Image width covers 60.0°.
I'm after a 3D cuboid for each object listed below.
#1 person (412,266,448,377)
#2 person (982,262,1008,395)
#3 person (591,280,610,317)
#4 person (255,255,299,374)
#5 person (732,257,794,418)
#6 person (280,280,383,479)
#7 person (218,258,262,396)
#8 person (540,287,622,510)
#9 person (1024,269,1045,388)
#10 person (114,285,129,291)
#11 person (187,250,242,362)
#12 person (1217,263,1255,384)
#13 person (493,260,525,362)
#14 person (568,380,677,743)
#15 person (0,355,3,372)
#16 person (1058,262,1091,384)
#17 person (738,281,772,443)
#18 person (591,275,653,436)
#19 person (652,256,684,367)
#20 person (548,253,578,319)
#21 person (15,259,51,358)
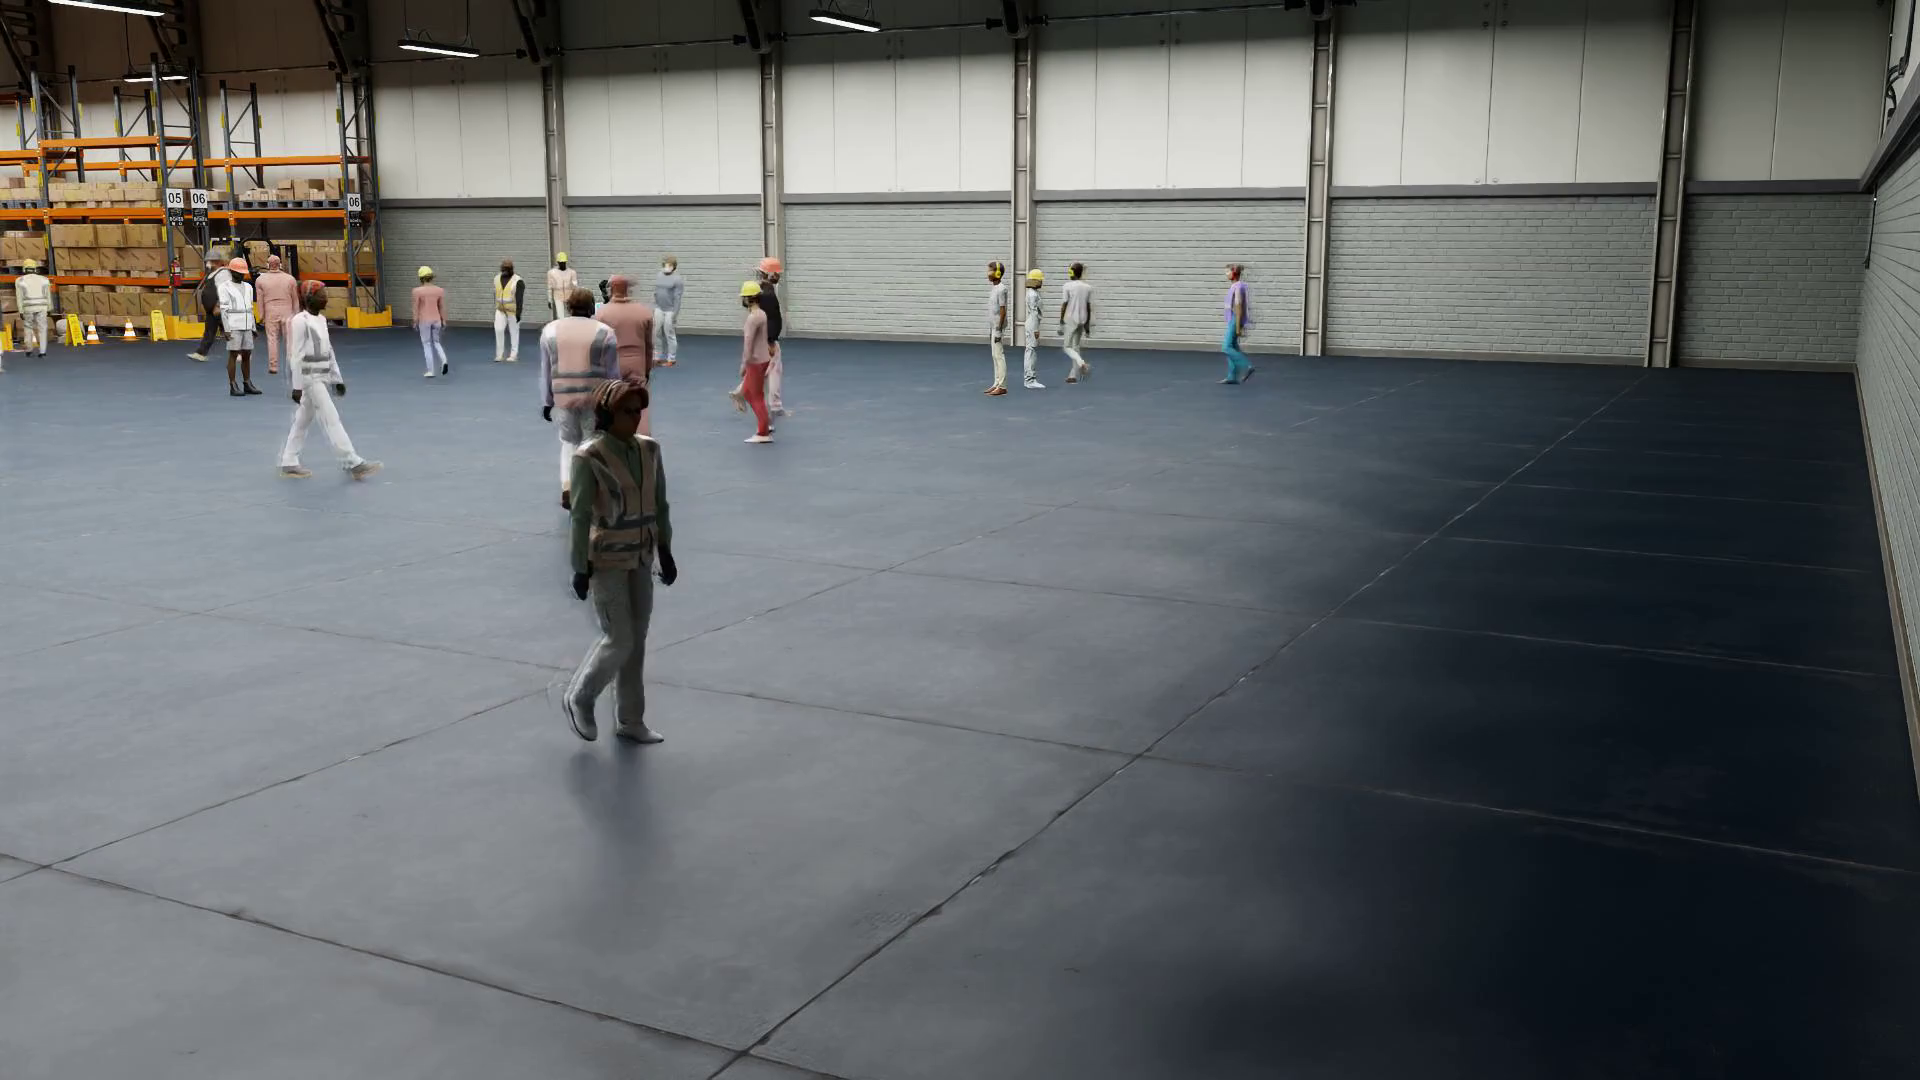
[{"bbox_3d":[-8.389,-3.442,26.291,0.407,1.757,0.526,10,14,43],"label":"person"},{"bbox_3d":[0.504,-2.968,23.395,0.328,1.872,0.514,-2,11,-10],"label":"person"},{"bbox_3d":[-4.381,-2.404,20.801,0.532,1.693,0.319,0,10,2],"label":"person"},{"bbox_3d":[-11.091,-3.662,27.070,0.641,1.912,0.408,-5,11,-23],"label":"person"},{"bbox_3d":[-2.410,-2.469,20.387,0.660,1.978,0.639,-4,11,-20],"label":"person"},{"bbox_3d":[-5.875,-1.466,15.314,0.972,1.826,0.603,0,10,-3],"label":"person"},{"bbox_3d":[-10.087,-2.985,23.330,0.371,1.928,0.543,5,12,26],"label":"person"},{"bbox_3d":[-3.025,-1.105,13.343,0.651,1.830,0.445,1,10,3],"label":"person"},{"bbox_3d":[1.101,-3.120,24.566,0.292,1.745,0.487,-1,10,-5],"label":"person"},{"bbox_3d":[-20.283,-6.032,40.139,0.669,1.851,0.540,5,12,25],"label":"person"},{"bbox_3d":[-13.187,-4.176,29.513,0.682,2.000,1.023,10,14,42],"label":"person"},{"bbox_3d":[4.134,-3.237,24.976,0.462,1.827,0.572,2,11,9],"label":"person"},{"bbox_3d":[-7.990,-4.030,29.410,0.638,1.797,0.692,2,11,11],"label":"person"},{"bbox_3d":[-1.472,0.113,7.268,0.360,1.628,0.529,6,12,29],"label":"person"},{"bbox_3d":[-16.187,-3.681,27.339,0.859,1.850,0.584,3,11,14],"label":"person"},{"bbox_3d":[1.759,-3.245,24.970,0.551,1.846,0.637,-6,12,-32],"label":"person"},{"bbox_3d":[-2.224,-1.908,17.952,0.379,1.754,0.525,1,10,4],"label":"person"},{"bbox_3d":[-3.323,-1.662,16.330,0.657,1.848,1.020,-6,12,-30],"label":"person"},{"bbox_3d":[-4.970,-3.858,28.192,0.708,1.885,0.588,5,12,27],"label":"person"},{"bbox_3d":[-8.204,-5.001,34.462,0.608,1.871,0.983,-5,11,-23],"label":"person"},{"bbox_3d":[-16.981,-4.232,30.464,0.595,1.799,0.787,-9,14,-39],"label":"person"}]
